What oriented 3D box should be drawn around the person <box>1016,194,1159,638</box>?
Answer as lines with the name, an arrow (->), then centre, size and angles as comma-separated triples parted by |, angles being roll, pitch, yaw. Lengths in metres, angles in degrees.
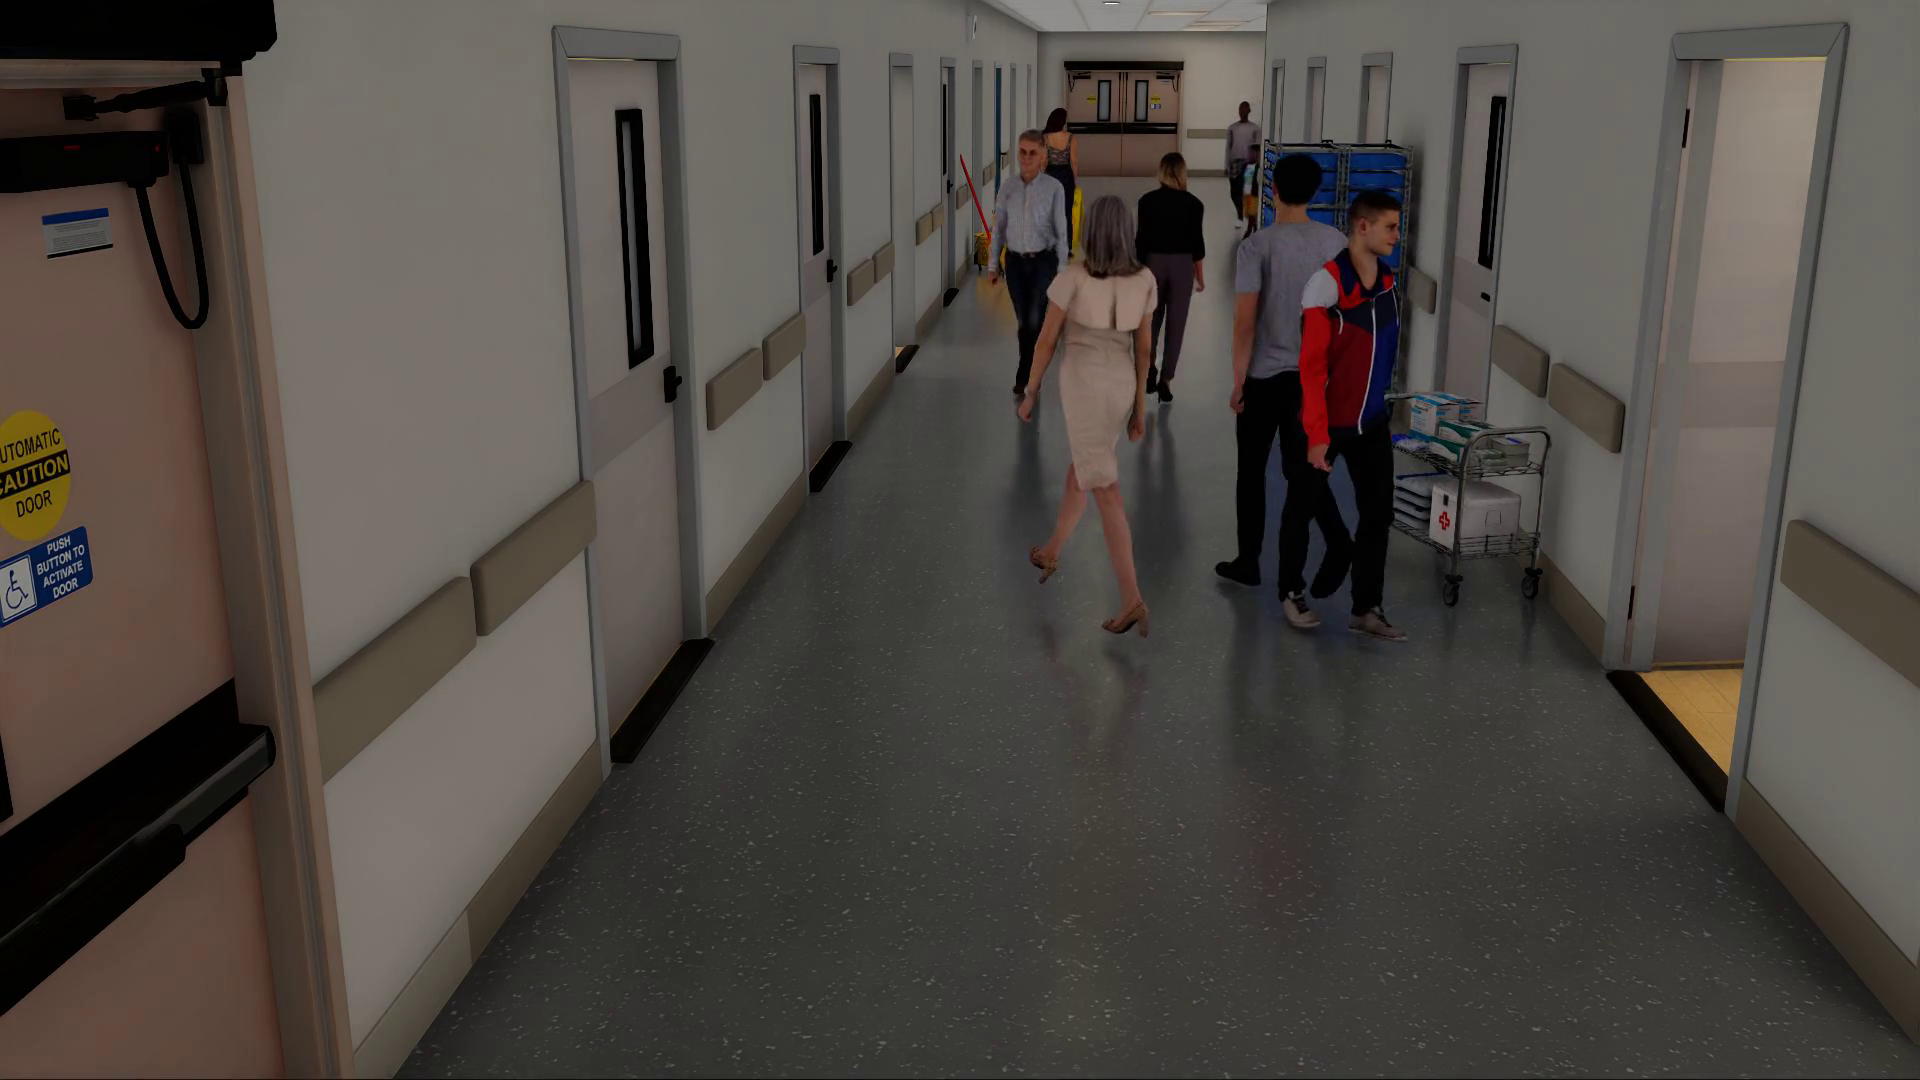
person -> 0.588, -0.433, 6.483 | 1.035, 1.675, 1.254 | -8, 18, -28

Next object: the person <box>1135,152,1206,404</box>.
person -> 1.373, -1.721, 11.082 | 0.669, 1.659, 0.682 | 5, 16, 17

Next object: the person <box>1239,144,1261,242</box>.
person -> 3.894, -4.594, 22.020 | 0.737, 1.254, 0.871 | 11, 19, 34

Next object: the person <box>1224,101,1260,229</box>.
person -> 4.026, -5.335, 23.738 | 0.777, 1.746, 1.179 | 5, 16, 16

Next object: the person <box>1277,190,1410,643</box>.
person -> 1.461, -0.490, 6.581 | 0.902, 1.732, 1.019 | -6, 17, -19

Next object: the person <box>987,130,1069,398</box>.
person -> 0.518, -1.890, 11.429 | 0.840, 1.794, 0.963 | 7, 17, 23

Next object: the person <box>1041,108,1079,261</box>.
person -> 1.181, -4.257, 19.874 | 0.598, 1.769, 0.532 | 1, 16, 4

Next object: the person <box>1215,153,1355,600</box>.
person -> 1.397, -0.636, 6.904 | 0.932, 1.838, 1.154 | -5, 17, -18
